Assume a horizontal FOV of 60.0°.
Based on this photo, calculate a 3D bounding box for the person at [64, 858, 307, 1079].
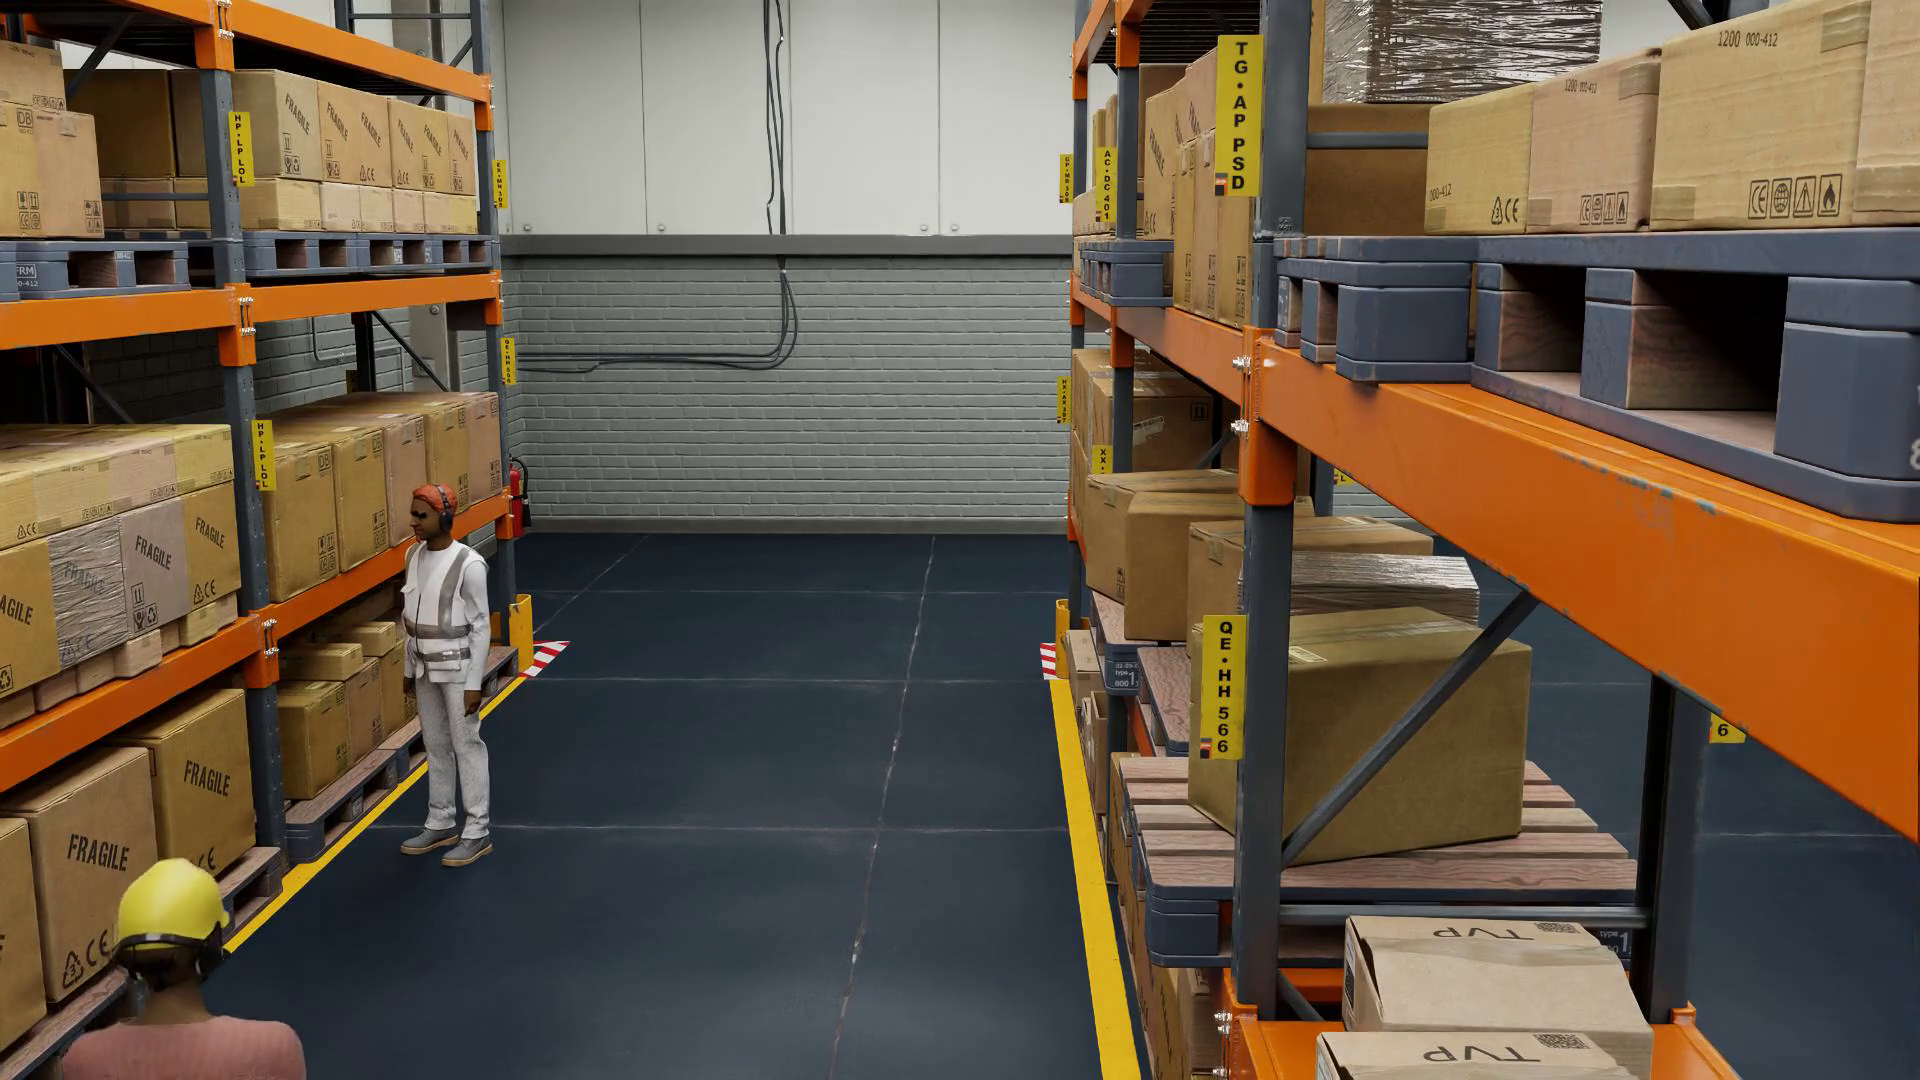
[{"bbox_3d":[-1.605,1.542,3.533,0.566,1.751,0.615,1,10,6],"label":"person"}]

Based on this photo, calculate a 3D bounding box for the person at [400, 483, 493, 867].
[{"bbox_3d":[-2.540,0.655,8.179,0.575,1.883,0.355,7,12,34],"label":"person"}]
